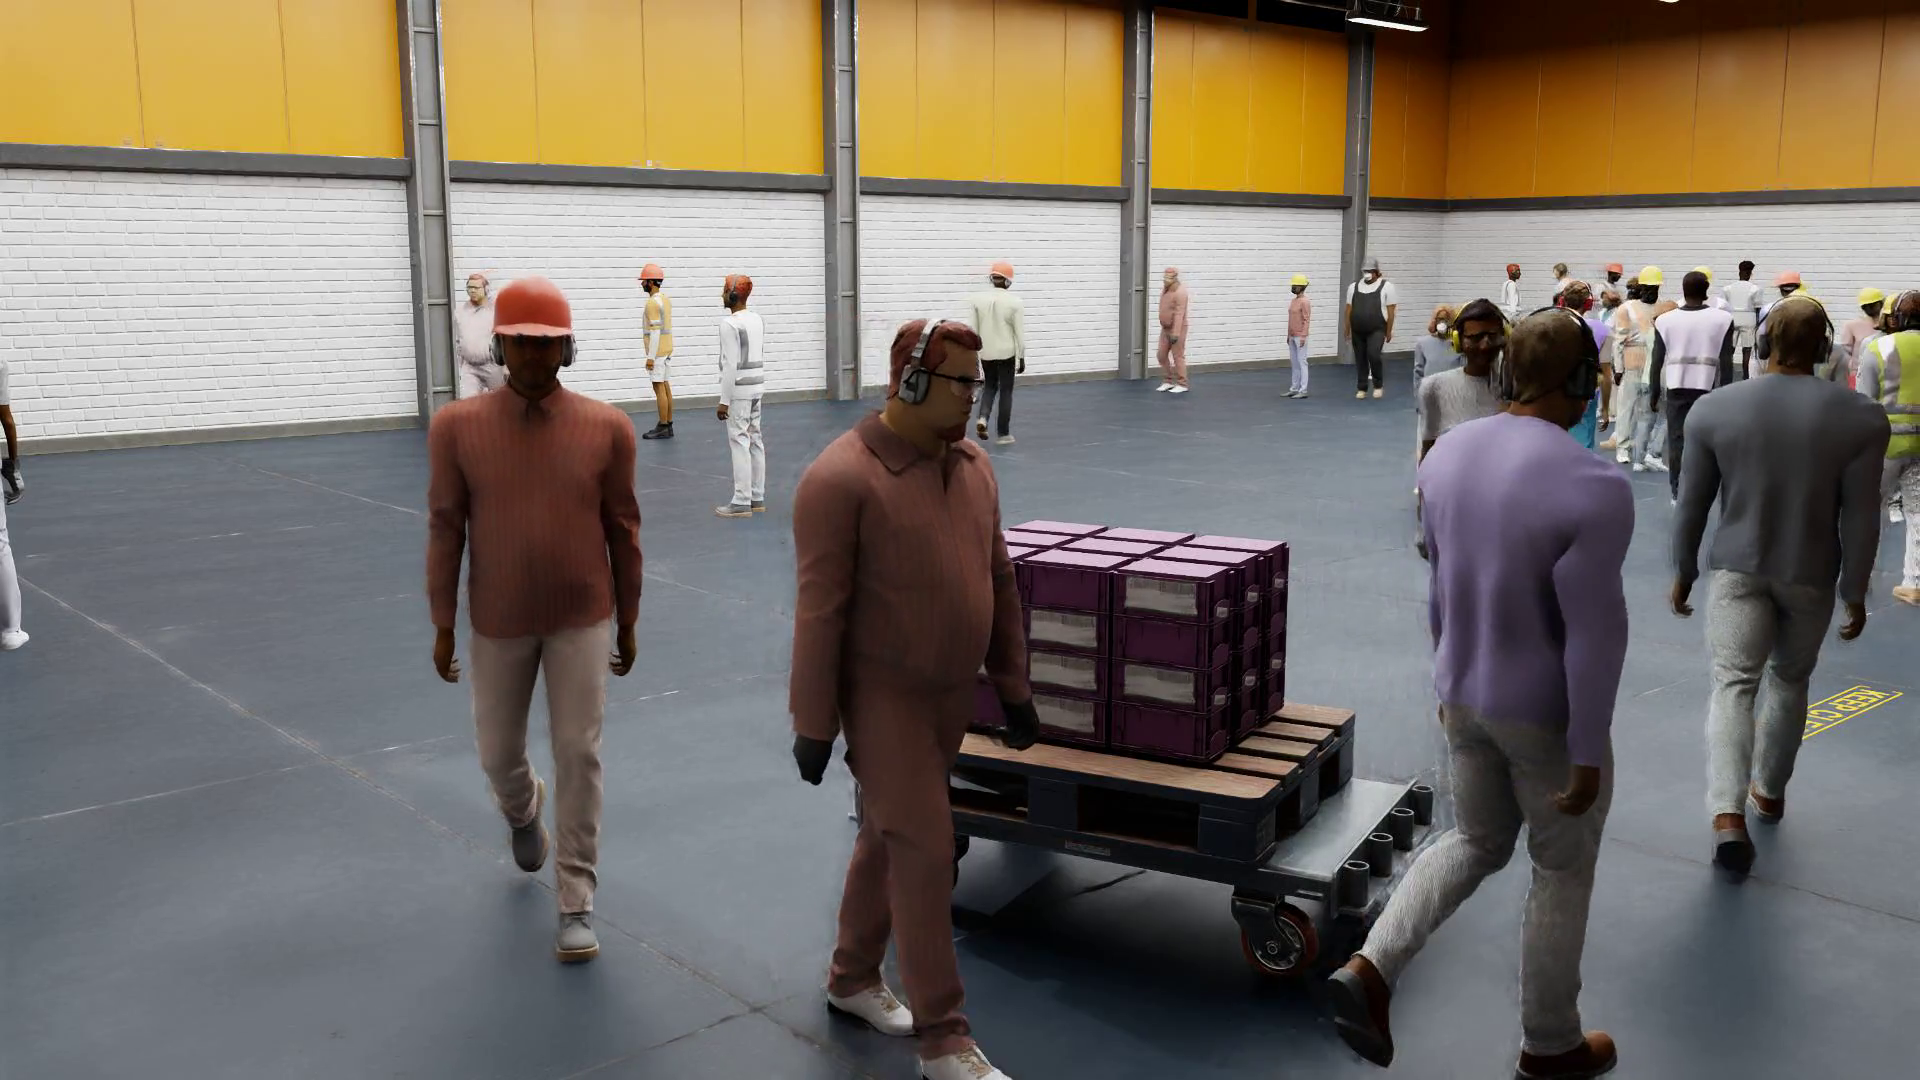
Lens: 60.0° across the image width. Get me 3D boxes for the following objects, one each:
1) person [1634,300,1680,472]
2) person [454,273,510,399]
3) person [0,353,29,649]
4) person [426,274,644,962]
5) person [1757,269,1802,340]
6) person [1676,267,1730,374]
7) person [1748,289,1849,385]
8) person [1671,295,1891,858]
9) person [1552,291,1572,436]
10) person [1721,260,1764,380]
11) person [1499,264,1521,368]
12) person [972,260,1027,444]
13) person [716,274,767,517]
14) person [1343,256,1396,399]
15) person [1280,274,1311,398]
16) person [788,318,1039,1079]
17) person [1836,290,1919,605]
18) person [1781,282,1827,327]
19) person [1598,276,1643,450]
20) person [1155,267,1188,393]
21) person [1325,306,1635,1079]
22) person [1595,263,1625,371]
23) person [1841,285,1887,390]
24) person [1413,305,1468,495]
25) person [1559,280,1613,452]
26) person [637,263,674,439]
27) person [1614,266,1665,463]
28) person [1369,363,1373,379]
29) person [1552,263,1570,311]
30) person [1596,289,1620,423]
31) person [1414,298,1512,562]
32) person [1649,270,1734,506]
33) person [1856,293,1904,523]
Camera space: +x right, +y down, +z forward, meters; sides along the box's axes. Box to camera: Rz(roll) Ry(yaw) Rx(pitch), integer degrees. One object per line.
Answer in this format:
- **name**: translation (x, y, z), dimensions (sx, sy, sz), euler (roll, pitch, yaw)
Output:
- **person**: translation (6.548, -1.434, 15.579), dimensions (0.403, 1.612, 0.526), euler (-2, 10, -9)
- **person**: translation (-4.757, -1.740, 16.689), dimensions (0.665, 1.860, 1.009), euler (2, 10, 12)
- **person**: translation (-5.066, -0.343, 8.472), dimensions (0.513, 1.864, 0.328), euler (-6, 12, -33)
- **person**: translation (-1.263, 0.197, 4.980), dimensions (0.632, 1.974, 0.784), euler (-2, 10, -12)
- **person**: translation (8.434, -1.820, 17.052), dimensions (0.560, 1.901, 0.850), euler (7, 12, 37)
- **person**: translation (7.805, -1.935, 17.654), dimensions (0.621, 1.898, 0.813), euler (6, 11, 30)
- **person**: translation (5.362, -0.700, 10.704), dimensions (0.597, 1.812, 0.714), euler (5, 11, 27)
- **person**: translation (2.759, 0.120, 5.665), dimensions (0.643, 1.902, 0.985), euler (5, 11, 26)
- **person**: translation (6.135, -1.705, 16.991), dimensions (0.550, 1.676, 0.604), euler (8, 13, 39)
- **person**: translation (11.902, -3.275, 25.347), dimensions (0.609, 1.958, 0.398), euler (8, 12, 38)
- **person**: translation (9.662, -3.893, 29.194), dimensions (0.356, 1.883, 0.572), euler (1, 10, 4)
- **person**: translation (0.413, -2.005, 17.856), dimensions (0.644, 1.975, 0.484), euler (5, 11, 26)
- **person**: translation (-1.711, -1.122, 12.964), dimensions (0.355, 1.884, 0.575), euler (4, 10, 20)
- **person**: translation (5.765, -3.010, 23.561), dimensions (0.688, 2.000, 0.538), euler (7, 12, 35)
- **person**: translation (4.814, -2.903, 23.733), dimensions (0.304, 1.772, 0.525), euler (-3, 10, -15)
- **person**: translation (-0.042, 0.399, 4.102), dimensions (0.877, 1.863, 0.652), euler (7, 12, 37)
- **person**: translation (5.540, -0.557, 9.849), dimensions (0.645, 1.819, 0.727), euler (1, 10, 6)
- **person**: translation (8.686, -1.819, 17.348), dimensions (0.591, 1.768, 0.928), euler (5, 11, 28)
- **person**: translation (6.975, -1.839, 17.377), dimensions (0.779, 1.808, 0.664), euler (0, 10, -1)
- **person**: translation (3.169, -3.092, 24.564), dimensions (0.557, 1.861, 0.670), euler (-4, 11, -23)
- **person**: translation (1.272, 0.405, 3.955), dimensions (0.700, 1.915, 0.633), euler (-5, 11, -28)
- **person**: translation (11.318, -3.826, 28.771), dimensions (0.542, 1.896, 0.833), euler (-8, 13, -40)
- **person**: translation (8.800, -1.592, 16.106), dimensions (0.538, 1.741, 0.487), euler (4, 10, 21)
- **person**: translation (4.058, -1.167, 14.022), dimensions (0.503, 1.615, 0.500), euler (4, 10, 22)
- **person**: translation (4.471, -0.973, 12.202), dimensions (0.566, 1.846, 0.389), euler (5, 11, 28)
- **person**: translation (-3.374, -2.083, 18.435), dimensions (0.366, 1.939, 0.542), euler (1, 10, 6)
- **person**: translation (6.695, -1.706, 16.257), dimensions (0.595, 1.925, 0.372), euler (-1, 10, -4)
- **person**: translation (6.736, -3.452, 27.385), dimensions (0.496, 1.623, 0.517), euler (2, 10, 12)
- **person**: translation (10.216, -3.775, 28.450), dimensions (0.843, 1.904, 0.652), euler (4, 11, 23)
- **person**: translation (7.796, -2.215, 20.109), dimensions (0.479, 1.616, 0.546), euler (-2, 10, -13)
- **person**: translation (2.191, -0.110, 7.143), dimensions (0.493, 1.852, 0.495), euler (1, 10, 7)
- **person**: translation (5.880, -1.207, 13.397), dimensions (0.626, 1.902, 0.460), euler (4, 10, 21)
- **person**: translation (7.070, -0.998, 12.653), dimensions (0.489, 1.743, 0.322), euler (7, 12, 34)
